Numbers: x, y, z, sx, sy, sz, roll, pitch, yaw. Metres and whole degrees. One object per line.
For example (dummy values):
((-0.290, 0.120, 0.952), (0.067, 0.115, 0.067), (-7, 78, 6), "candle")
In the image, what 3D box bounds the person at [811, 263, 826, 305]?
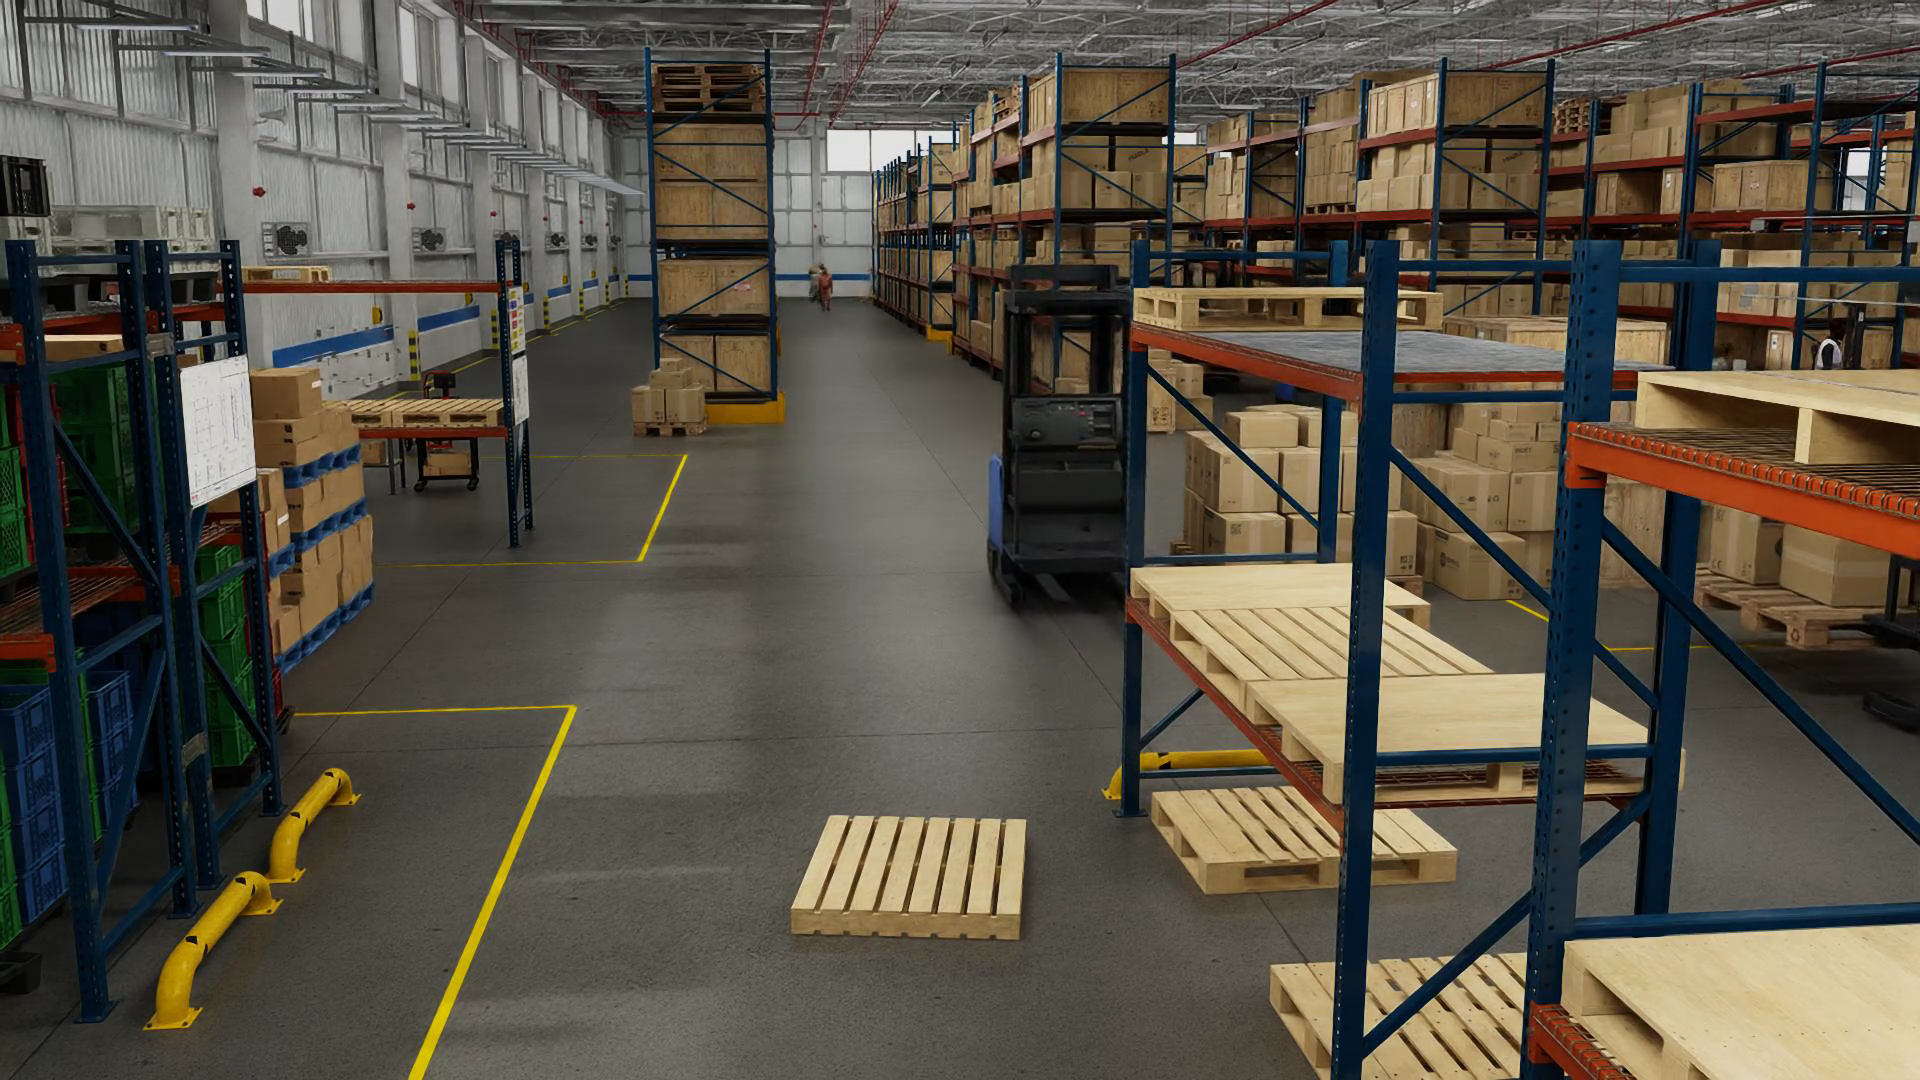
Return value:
((-6.551, -11.903, 77.451), (0.652, 1.959, 0.619), (-2, 10, -12), "person")

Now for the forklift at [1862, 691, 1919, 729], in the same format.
((6.434, -0.112, 9.555), (1.129, 2.768, 1.873), (-1, 10, -6), "forklift")

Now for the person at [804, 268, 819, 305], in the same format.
((-7.032, -11.932, 78.281), (0.827, 1.697, 0.505), (-1, 10, -4), "person")

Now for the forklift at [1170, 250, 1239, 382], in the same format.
((5.256, -4.865, 35.891), (1.129, 2.768, 1.873), (-1, 10, -6), "forklift")

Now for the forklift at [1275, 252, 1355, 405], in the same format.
((6.125, -3.463, 28.124), (1.129, 2.768, 1.873), (-1, 10, -6), "forklift")

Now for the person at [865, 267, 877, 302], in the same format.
((-4.242, -12.344, 80.508), (0.648, 1.733, 0.578), (-5, 11, -24), "person")

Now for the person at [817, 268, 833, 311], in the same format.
((-5.790, -10.745, 71.321), (0.676, 1.856, 0.995), (-1, 10, -6), "person")

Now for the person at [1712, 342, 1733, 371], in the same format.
((10.755, -2.012, 23.678), (0.740, 1.582, 0.535), (1, 10, 7), "person")

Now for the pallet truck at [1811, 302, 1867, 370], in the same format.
((15.846, -3.142, 28.793), (1.885, 1.965, 0.823), (2, 10, 12), "pallet truck")

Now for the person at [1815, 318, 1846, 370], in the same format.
((12.638, -2.274, 24.237), (0.387, 1.910, 0.591), (7, 12, 33), "person")

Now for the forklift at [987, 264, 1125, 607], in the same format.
((0.863, -0.982, 14.375), (1.129, 2.768, 1.873), (-1, 10, -6), "forklift")
